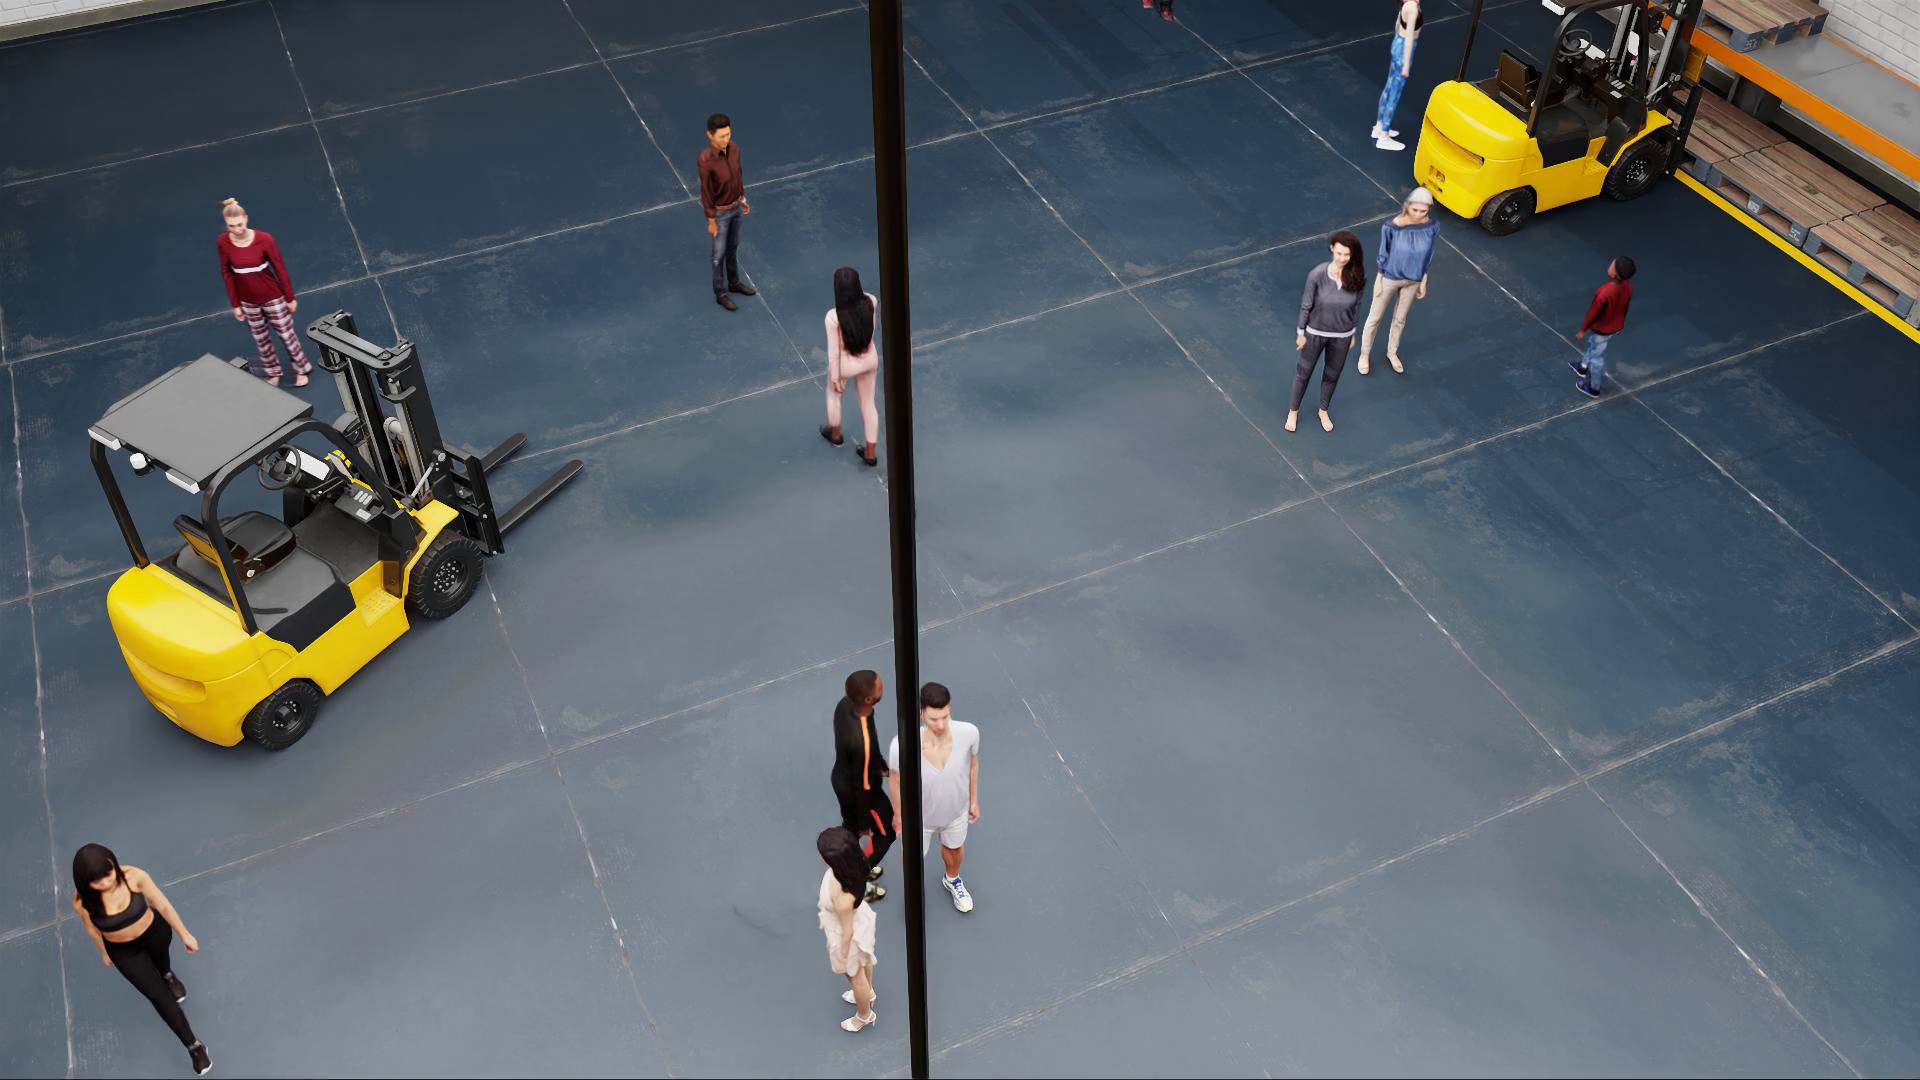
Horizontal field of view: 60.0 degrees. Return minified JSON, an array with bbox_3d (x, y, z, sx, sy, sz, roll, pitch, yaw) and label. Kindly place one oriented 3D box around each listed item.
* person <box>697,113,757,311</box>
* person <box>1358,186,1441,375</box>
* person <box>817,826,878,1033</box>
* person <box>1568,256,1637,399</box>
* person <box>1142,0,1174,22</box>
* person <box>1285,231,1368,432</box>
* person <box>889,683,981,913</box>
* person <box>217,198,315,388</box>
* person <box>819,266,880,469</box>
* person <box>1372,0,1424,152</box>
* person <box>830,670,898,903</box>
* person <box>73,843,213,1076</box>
[{"bbox_3d":[-1.985,-2.768,13.920,0.717,1.777,0.718,24,48,23],"label":"person"},{"bbox_3d":[3.499,-2.081,13.261,0.688,1.703,0.682,-3,44,-3],"label":"person"},{"bbox_3d":[-0.574,2.082,8.858,0.723,1.738,0.623,4,44,4],"label":"person"},{"bbox_3d":[5.152,-1.662,13.149,0.546,1.240,0.681,-23,48,-22],"label":"person"},{"bbox_3d":[2.115,-6.583,17.934,0.870,1.775,1.078,-2,44,-2],"label":"person"},{"bbox_3d":[2.803,-1.590,12.691,0.684,1.768,0.651,-1,44,-1],"label":"person"},{"bbox_3d":[-0.142,1.474,9.411,0.709,1.856,0.619,-12,45,-12],"label":"person"},{"bbox_3d":[-5.498,-1.925,13.093,0.672,1.698,0.604,-6,44,-6],"label":"person"},{"bbox_3d":[-0.733,-1.244,12.378,0.692,1.697,0.878,-24,49,-23],"label":"person"},{"bbox_3d":[4.212,-4.595,15.839,0.718,1.785,0.631,1,44,1],"label":"person"},{"bbox_3d":[-0.665,1.441,9.492,0.708,1.790,0.615,-13,45,-13],"label":"person"},{"bbox_3d":[-4.430,2.095,8.945,0.766,1.599,1.137,-29,51,-27],"label":"person"}]
